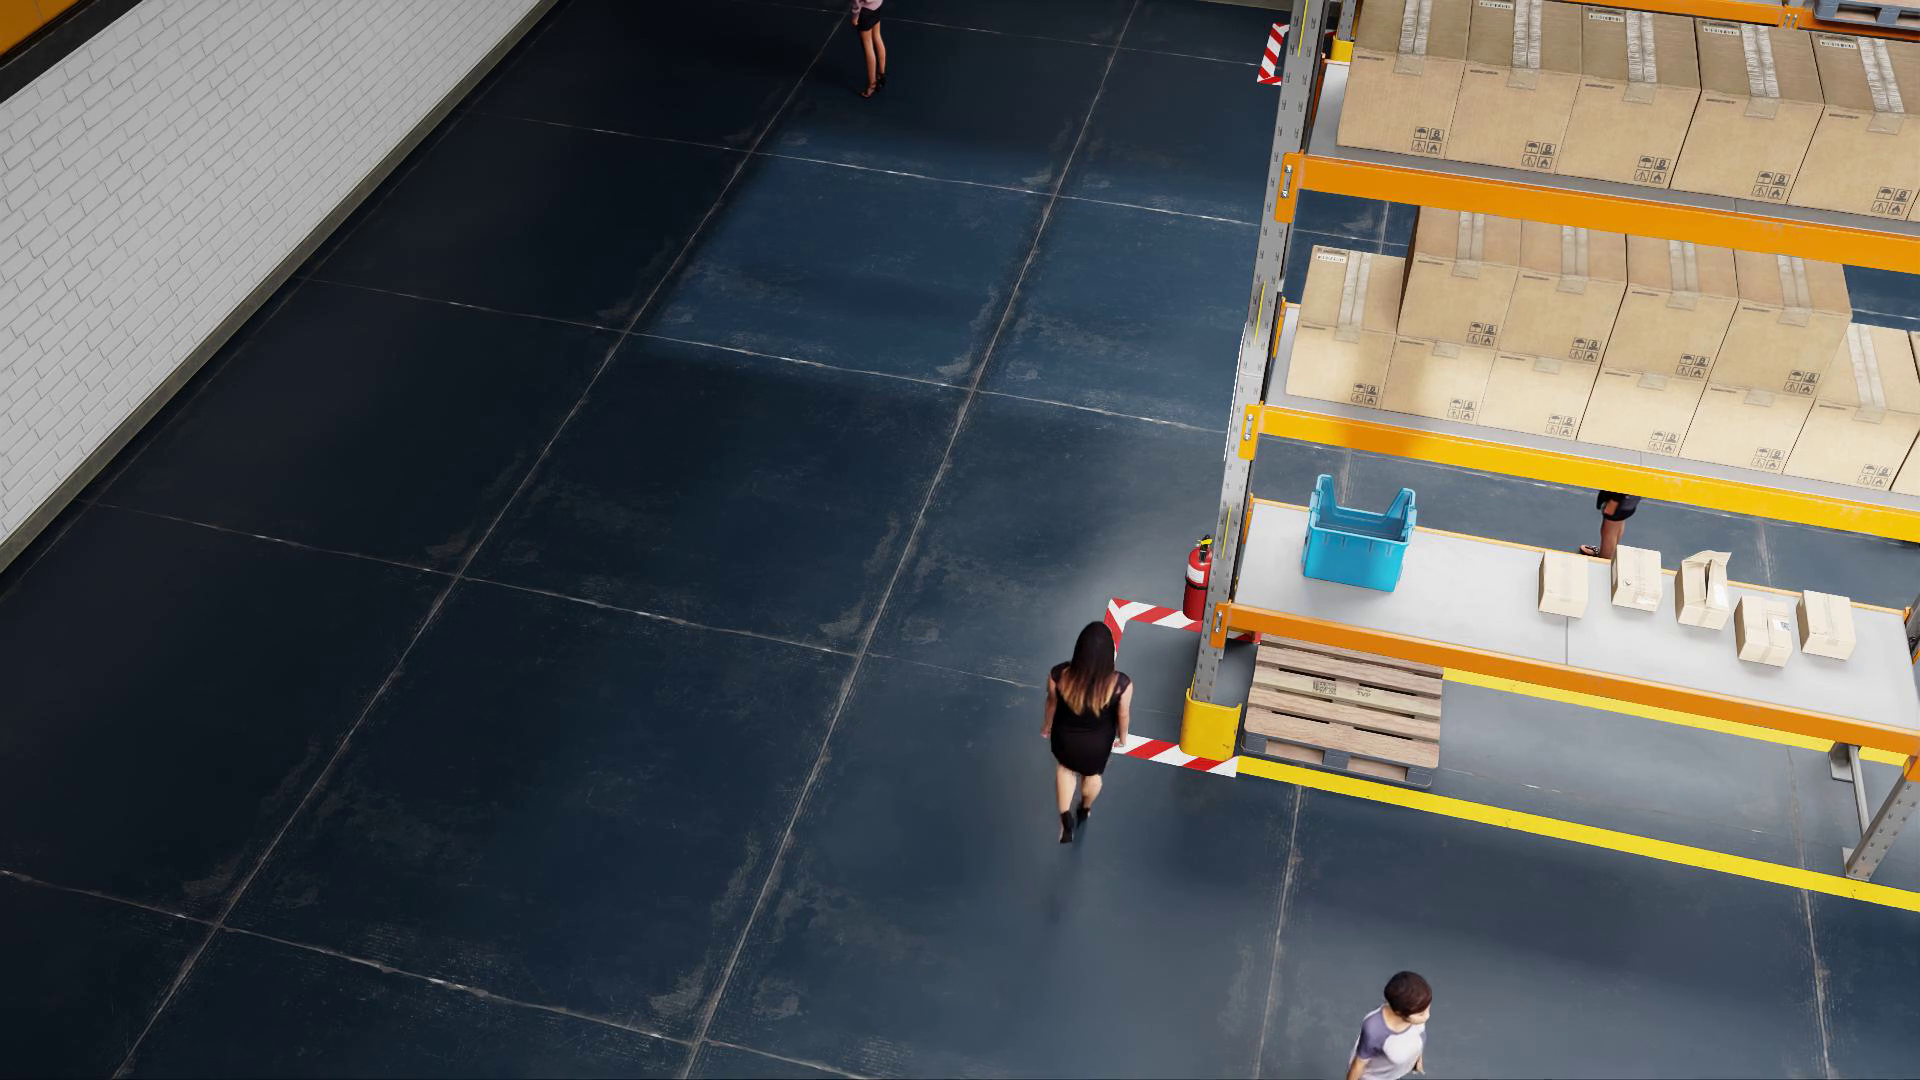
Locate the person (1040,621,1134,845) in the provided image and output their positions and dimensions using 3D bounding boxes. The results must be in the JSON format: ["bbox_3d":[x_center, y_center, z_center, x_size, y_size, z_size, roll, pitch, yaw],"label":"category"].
[{"bbox_3d":[0.709,1.183,9.612,0.747,1.708,0.759,6,44,6],"label":"person"}]

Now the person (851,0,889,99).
[{"bbox_3d":[-0.888,-5.178,16.215,0.611,1.811,0.662,22,48,21],"label":"person"}]

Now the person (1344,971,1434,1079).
[{"bbox_3d":[2.045,2.575,8.277,0.855,1.534,0.974,-30,51,-28],"label":"person"}]
